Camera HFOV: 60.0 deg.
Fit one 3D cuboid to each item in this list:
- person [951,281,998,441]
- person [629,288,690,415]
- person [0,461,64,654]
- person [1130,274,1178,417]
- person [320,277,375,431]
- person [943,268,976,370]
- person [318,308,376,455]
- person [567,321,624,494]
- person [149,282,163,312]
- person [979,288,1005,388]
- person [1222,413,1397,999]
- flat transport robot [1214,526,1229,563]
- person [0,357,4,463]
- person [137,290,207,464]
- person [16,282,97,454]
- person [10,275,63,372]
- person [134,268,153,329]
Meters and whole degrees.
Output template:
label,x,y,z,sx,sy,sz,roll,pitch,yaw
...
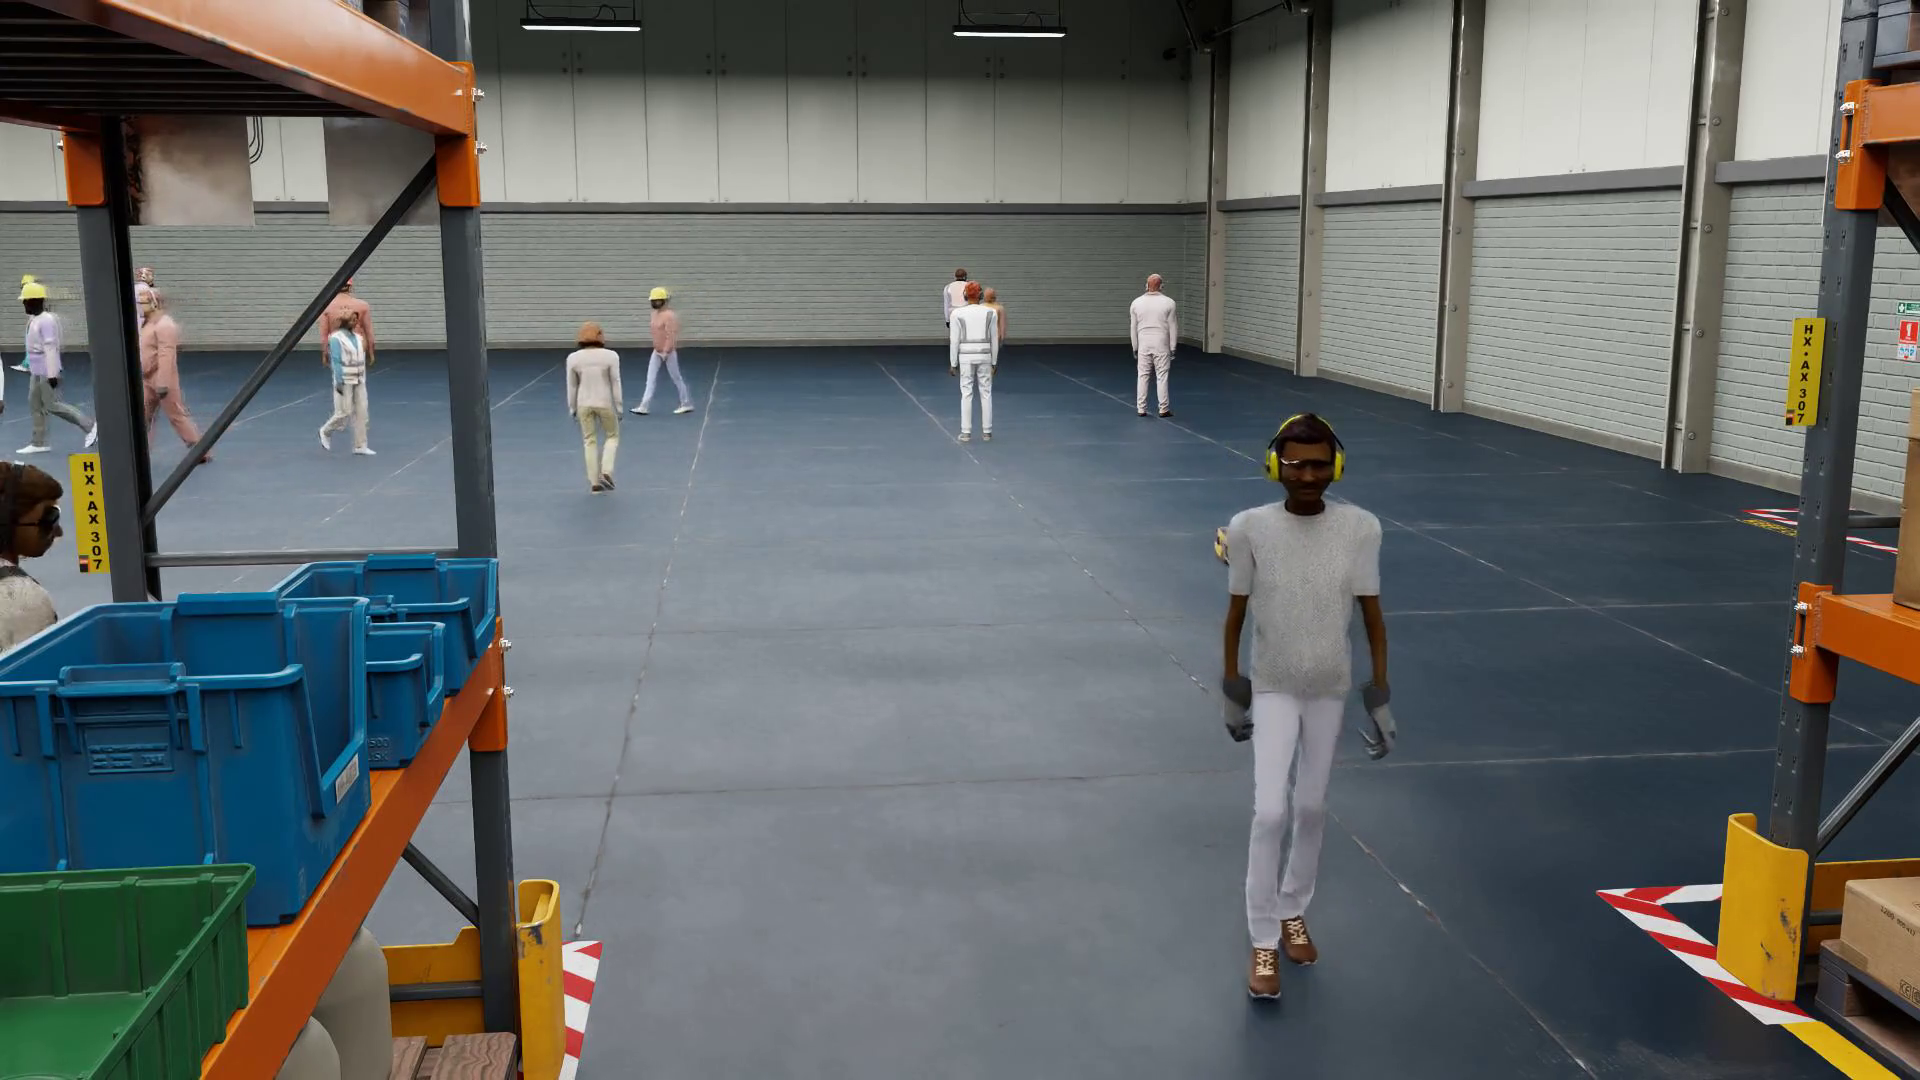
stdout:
label,x,y,z,sx,sy,sz,roll,pitch,yaw
person,0.170,-2.106,19.643,0.573,1.885,0.356,-2,10,-9
person,-4.039,-2.545,22.496,0.903,1.712,0.542,-10,14,-43
person,-2.750,0.671,4.706,0.544,1.789,0.946,3,11,18
person,2.602,-2.590,22.229,0.642,1.913,0.408,4,11,21
person,-7.603,-2.348,20.671,0.625,1.992,0.390,-3,11,-17
person,0.026,-3.980,30.046,0.625,1.841,0.429,3,11,15
person,-6.780,-1.740,18.335,0.552,1.621,0.522,3,11,18
person,-3.413,-1.244,15.621,0.535,1.617,0.356,0,10,1
person,-16.550,-4.593,33.974,0.498,1.632,0.285,-9,14,-41
person,0.457,-3.175,26.263,0.519,1.609,0.788,-2,11,-10
person,1.124,0.530,5.309,0.524,1.850,0.738,0,10,-1
flat transport robot,2.261,0.107,11.938,0.652,0.197,1.431,0,10,0
person,-9.154,-1.326,15.370,0.584,1.882,0.337,-2,11,-11
person,-8.400,-1.673,17.354,0.665,1.863,0.914,9,14,42
person,-10.163,-1.922,18.597,0.781,1.905,0.590,-9,14,-40
person,-16.388,-3.808,29.403,0.883,1.714,0.544,-2,10,-9
person,-13.298,-3.502,27.259,0.636,1.903,0.405,10,14,43
